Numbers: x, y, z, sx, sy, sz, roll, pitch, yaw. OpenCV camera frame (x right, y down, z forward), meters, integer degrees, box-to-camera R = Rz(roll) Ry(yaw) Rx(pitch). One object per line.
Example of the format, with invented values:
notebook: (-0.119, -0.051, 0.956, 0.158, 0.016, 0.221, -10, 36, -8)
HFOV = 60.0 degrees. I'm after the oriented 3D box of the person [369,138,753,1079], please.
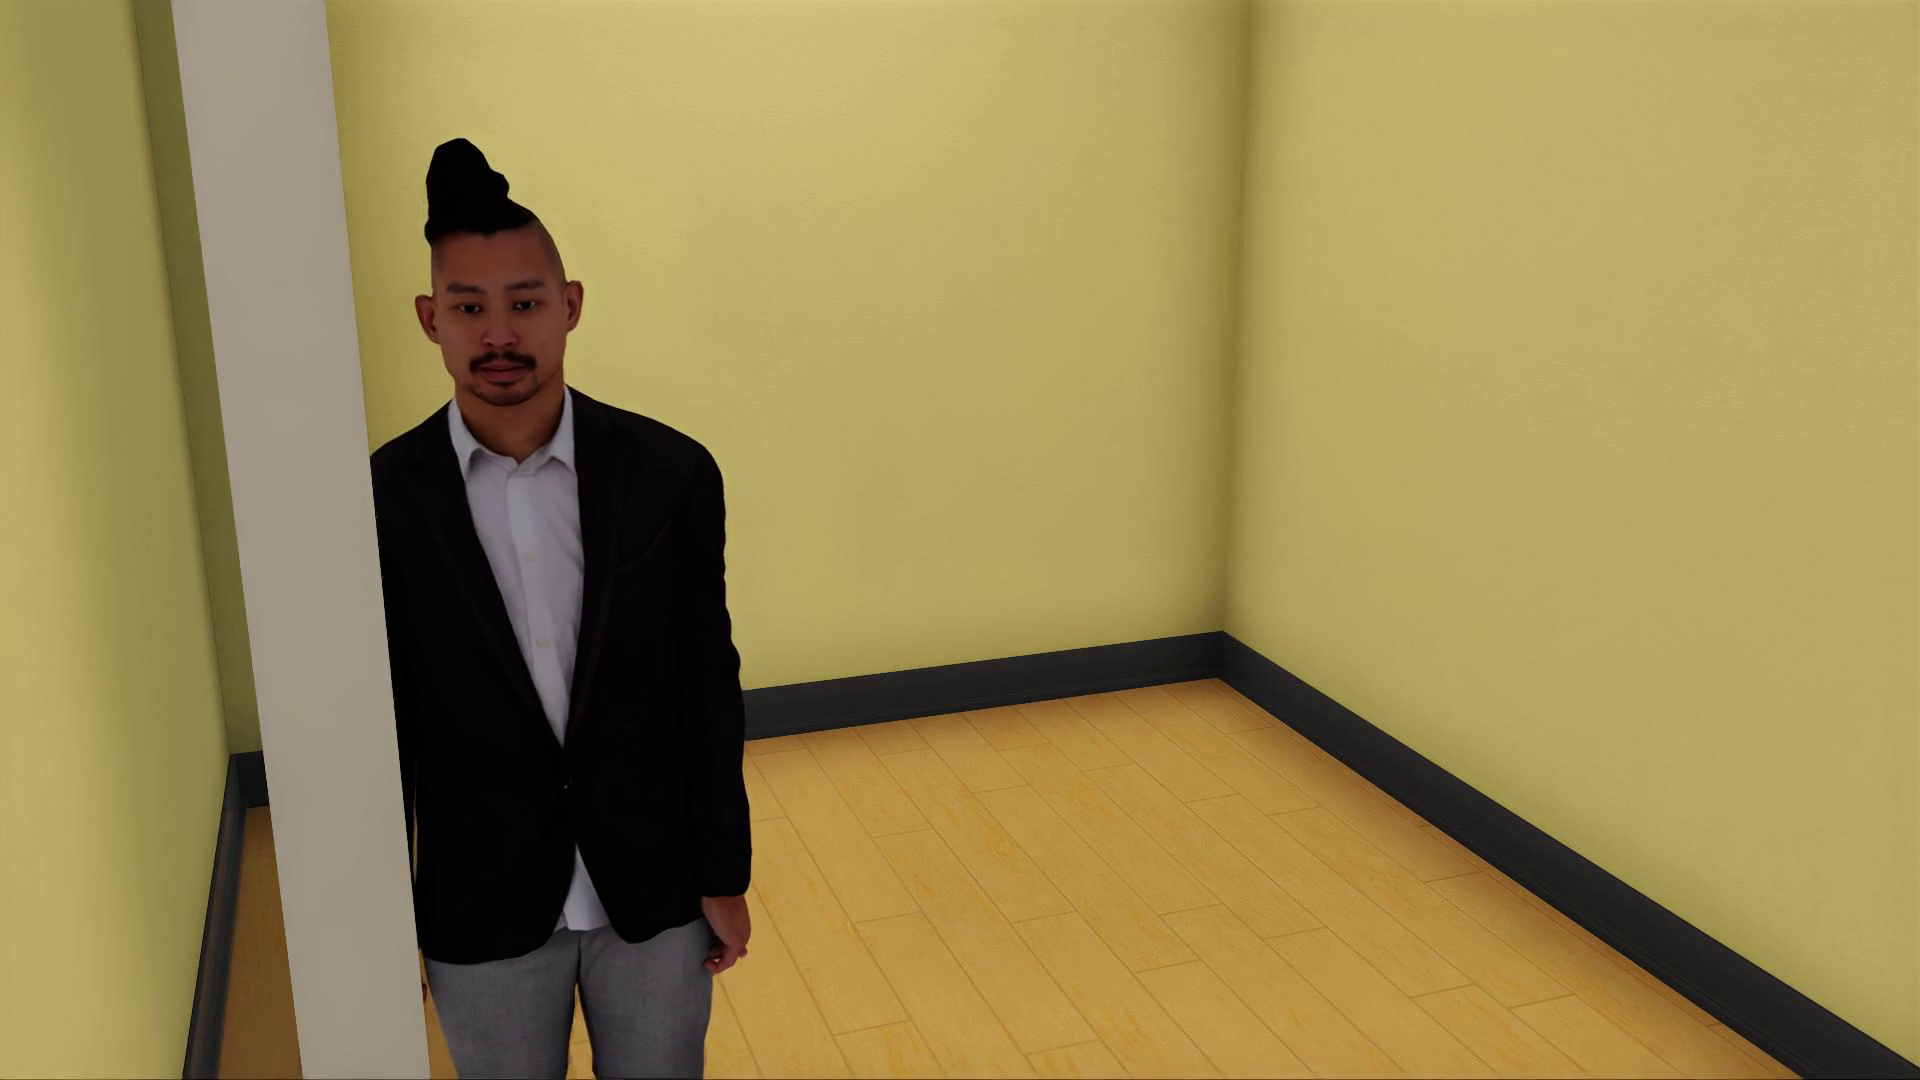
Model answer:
person: (-0.563, 0.435, 2.337, 0.519, 1.951, 0.765, -5, 16, -17)
